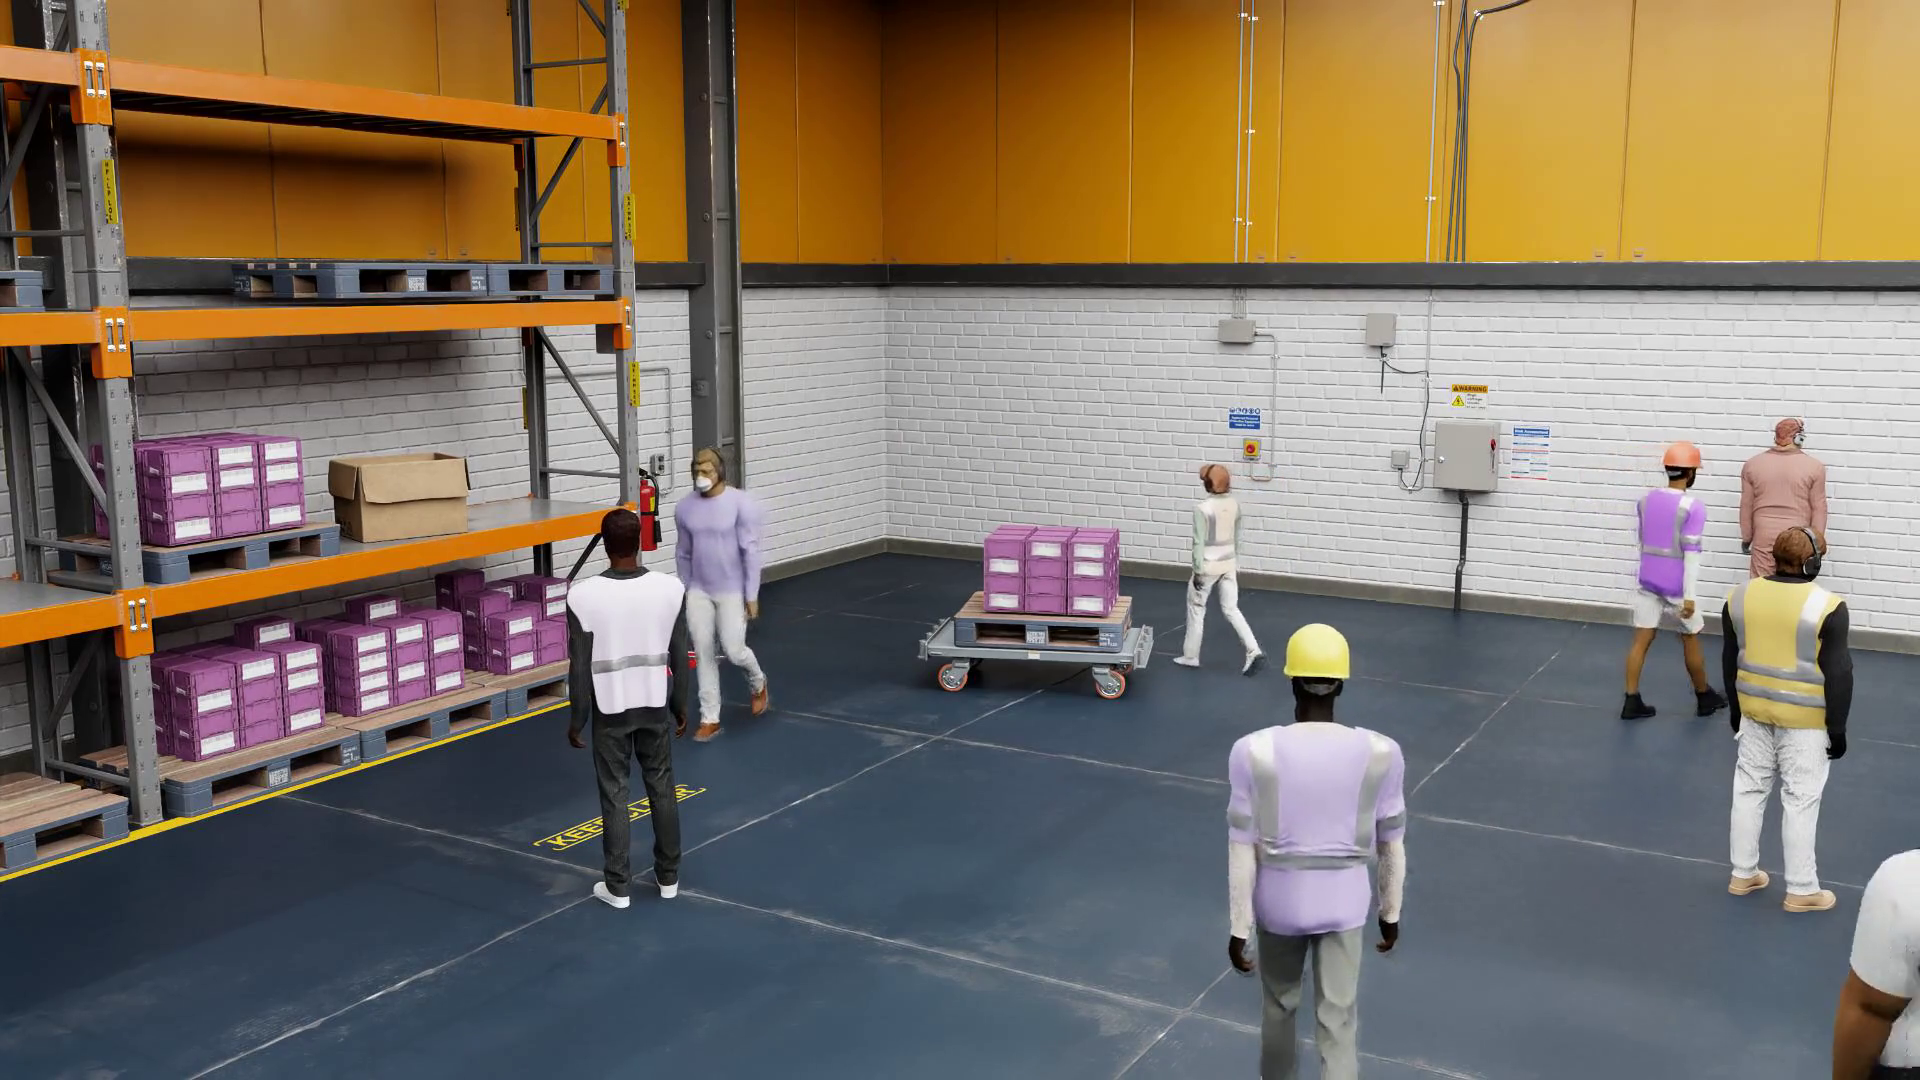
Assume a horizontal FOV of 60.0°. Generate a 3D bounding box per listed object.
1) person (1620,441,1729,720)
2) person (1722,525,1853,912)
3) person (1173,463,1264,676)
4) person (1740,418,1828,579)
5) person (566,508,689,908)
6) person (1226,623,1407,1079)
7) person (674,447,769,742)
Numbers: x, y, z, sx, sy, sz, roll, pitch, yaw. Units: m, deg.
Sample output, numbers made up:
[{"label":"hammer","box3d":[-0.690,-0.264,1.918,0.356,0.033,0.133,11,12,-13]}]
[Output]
[{"label":"person","box3d":[4.905,0.279,11.319,0.879,1.900,0.566,-5,10,-27]},{"label":"person","box3d":[3.967,0.844,7.970,0.430,1.845,0.620,-6,11,-32]},{"label":"person","box3d":[1.975,0.219,12.600,0.526,1.608,0.779,-7,11,-37]},{"label":"person","box3d":[6.514,-0.016,13.162,0.636,1.902,0.406,8,12,42]},{"label":"person","box3d":[-1.579,0.806,7.978,0.595,1.915,0.371,-5,10,-28]},{"label":"person","box3d":[1.189,1.214,5.557,0.605,1.882,0.990,1,9,3]},{"label":"person","box3d":[-1.560,0.335,10.907,0.647,1.924,0.657,4,10,22]}]
